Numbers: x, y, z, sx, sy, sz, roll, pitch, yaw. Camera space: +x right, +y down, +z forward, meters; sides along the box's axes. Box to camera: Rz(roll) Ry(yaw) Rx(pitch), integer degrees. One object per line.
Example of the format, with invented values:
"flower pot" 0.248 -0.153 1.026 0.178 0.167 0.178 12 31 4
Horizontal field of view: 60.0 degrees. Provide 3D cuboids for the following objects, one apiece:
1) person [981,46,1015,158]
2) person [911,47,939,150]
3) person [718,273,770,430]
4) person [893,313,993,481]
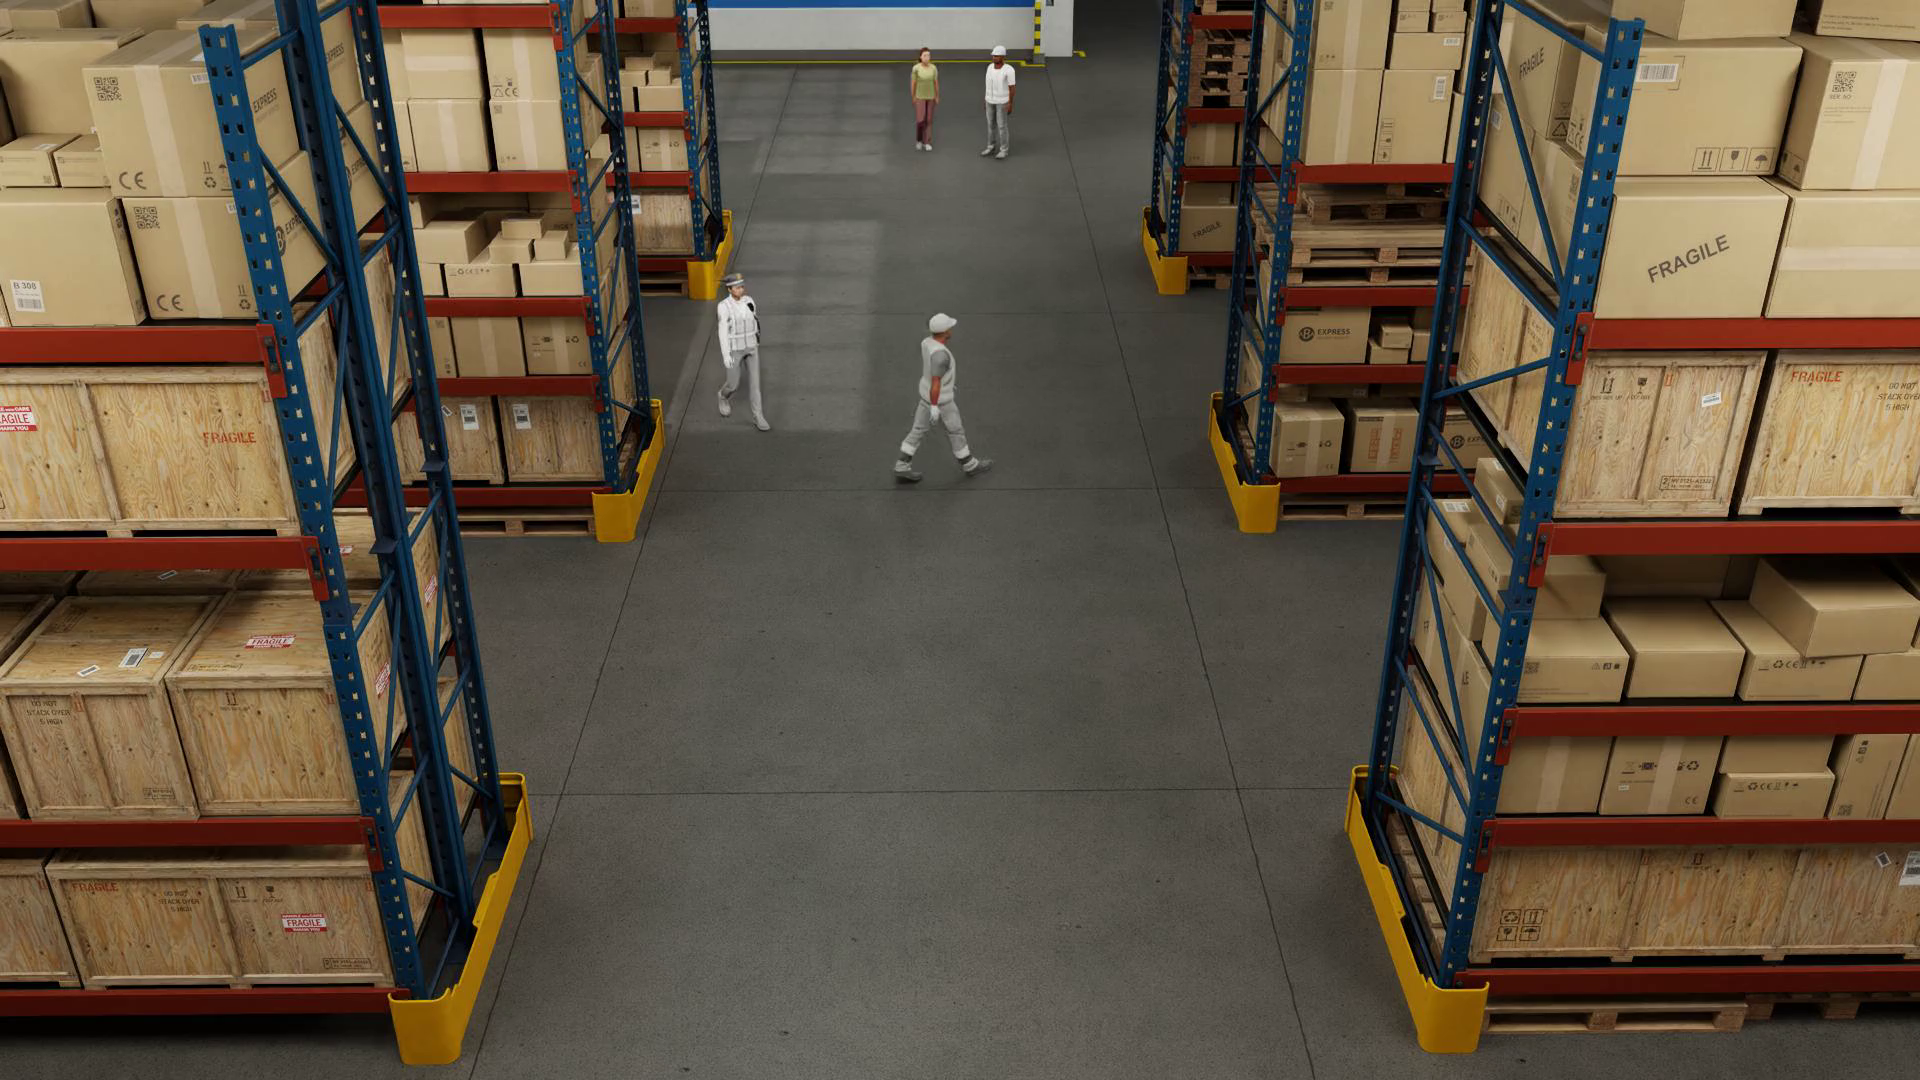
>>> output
"person" 0.603 -7.185 27.271 0.563 1.770 0.410 20 34 33
"person" -0.559 -7.289 27.524 0.455 1.671 0.433 -9 30 -16
"person" -2.324 -2.039 17.768 0.485 1.679 0.695 -16 32 -27
"person" -0.178 -1.425 16.543 1.008 1.755 0.559 -12 30 -21
